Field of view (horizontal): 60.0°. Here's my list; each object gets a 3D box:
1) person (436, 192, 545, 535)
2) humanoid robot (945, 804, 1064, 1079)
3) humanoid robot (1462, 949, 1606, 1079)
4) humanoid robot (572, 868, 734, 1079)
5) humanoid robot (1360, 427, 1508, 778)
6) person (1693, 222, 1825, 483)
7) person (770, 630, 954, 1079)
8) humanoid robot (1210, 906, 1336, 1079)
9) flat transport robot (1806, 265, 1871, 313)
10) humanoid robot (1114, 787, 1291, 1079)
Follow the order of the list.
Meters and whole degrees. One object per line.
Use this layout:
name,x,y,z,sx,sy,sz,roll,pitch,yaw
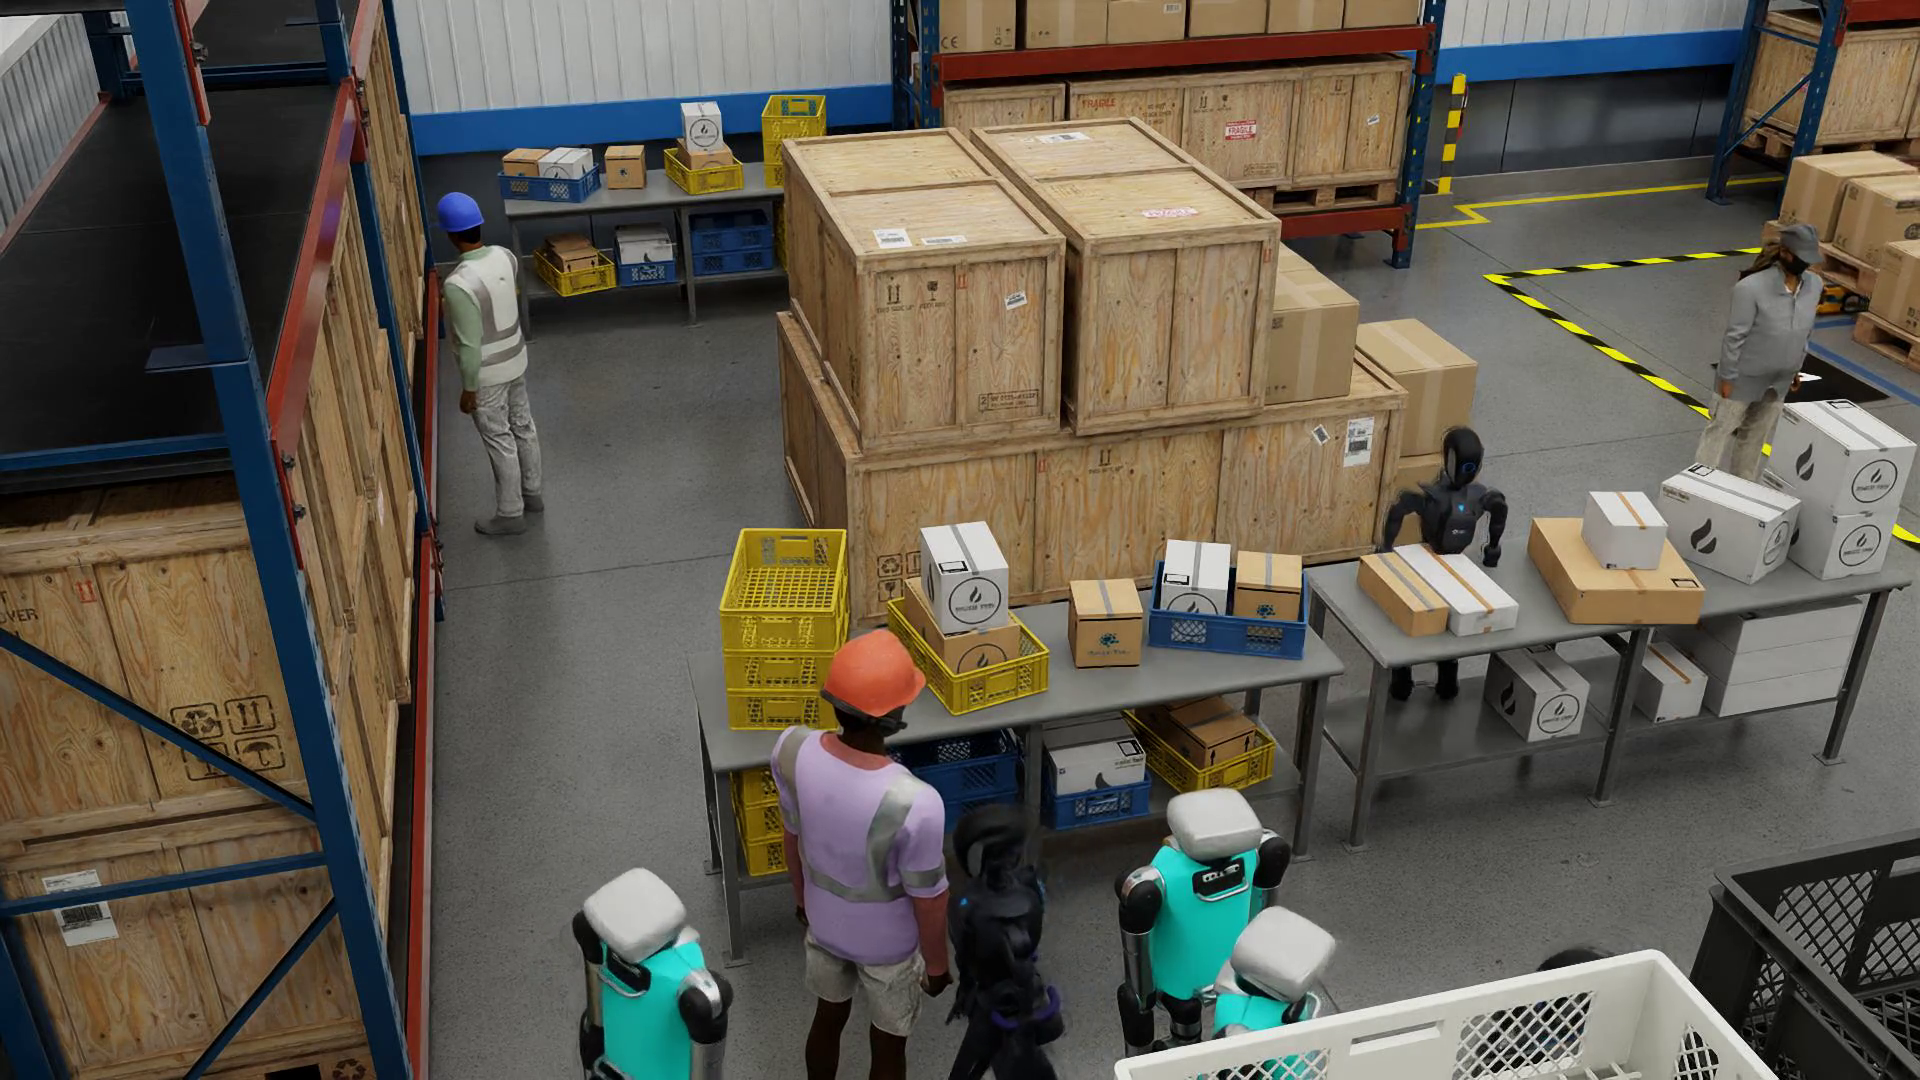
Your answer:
person,-2.575,-0.945,9.098,0.398,1.943,0.604,7,30,12
humanoid robot,0.086,1.473,5.000,0.625,1.641,0.584,-9,30,-16
humanoid robot,1.609,1.729,4.574,0.712,1.649,0.600,-10,30,-17
humanoid robot,-1.029,1.780,4.386,0.542,1.787,0.936,22,36,34
humanoid robot,2.008,0.240,7.217,0.586,1.641,0.452,-4,29,-8
person,4.436,-0.926,9.246,0.563,1.763,0.404,-8,30,-14
person,-0.276,1.168,5.176,0.604,2.038,0.390,19,34,30
humanoid robot,0.957,1.750,4.364,0.679,1.752,0.545,14,32,24
flat transport robot,6.864,-1.991,12.702,1.431,0.197,0.652,-7,30,-13
humanoid robot,0.783,1.550,4.680,0.530,1.689,0.748,-13,32,-23
